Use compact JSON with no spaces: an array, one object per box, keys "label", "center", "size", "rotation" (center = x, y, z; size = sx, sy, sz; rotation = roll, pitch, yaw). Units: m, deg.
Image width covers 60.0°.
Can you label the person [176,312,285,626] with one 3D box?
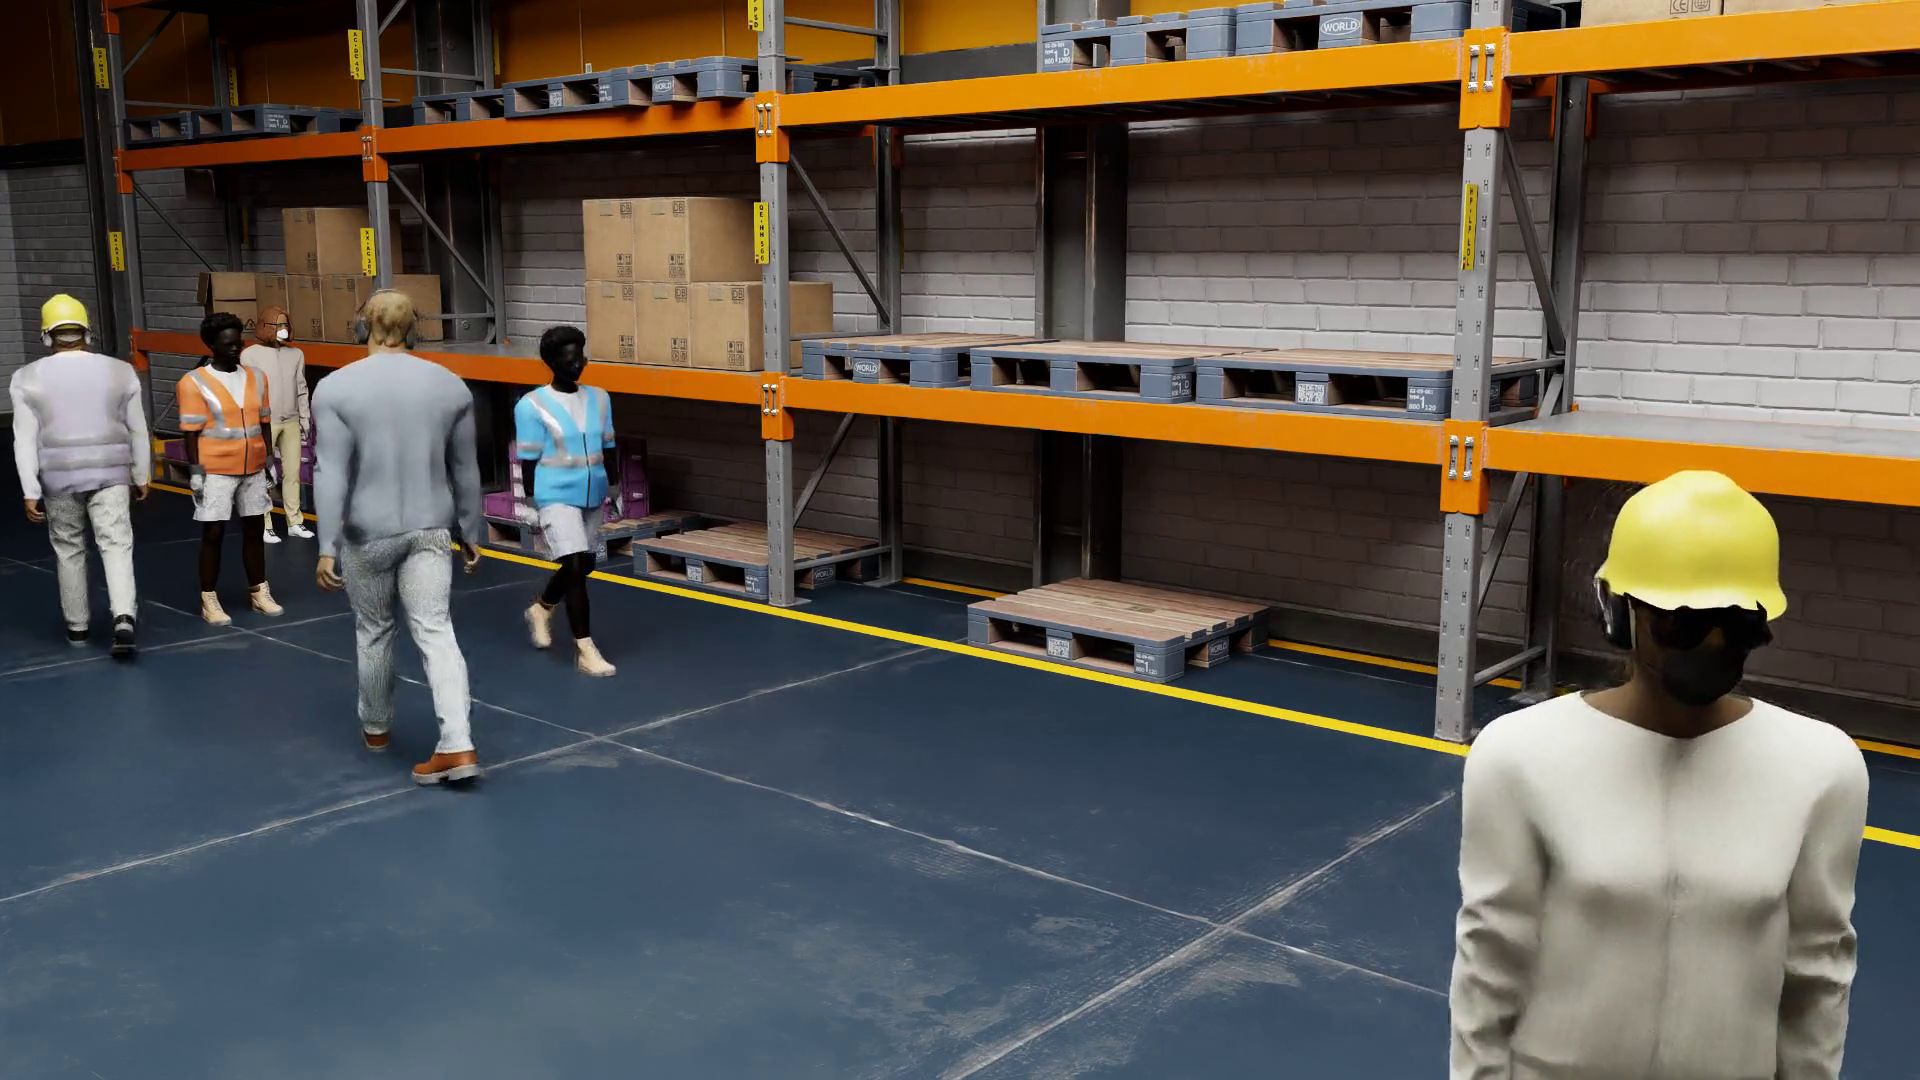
[{"label":"person","center":[-3.935,-0.383,8.975],"size":[0.320,1.687,0.533],"rotation":[7,12,33]}]

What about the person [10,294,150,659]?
[{"label":"person","center":[-4.322,-0.310,8.238],"size":[0.605,1.808,0.842],"rotation":[-6,12,-32]}]

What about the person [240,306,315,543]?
[{"label":"person","center":[-4.715,-0.796,11.496],"size":[0.277,1.629,0.497],"rotation":[7,12,33]}]

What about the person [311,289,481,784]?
[{"label":"person","center":[-2.143,-0.016,6.394],"size":[0.688,1.879,1.015],"rotation":[-7,12,-34]}]

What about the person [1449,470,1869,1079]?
[{"label":"person","center":[0.931,0.757,2.317],"size":[0.524,1.754,0.496],"rotation":[1,10,7]}]

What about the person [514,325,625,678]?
[{"label":"person","center":[-1.919,-0.210,8.043],"size":[0.781,1.669,0.537],"rotation":[8,13,39]}]
